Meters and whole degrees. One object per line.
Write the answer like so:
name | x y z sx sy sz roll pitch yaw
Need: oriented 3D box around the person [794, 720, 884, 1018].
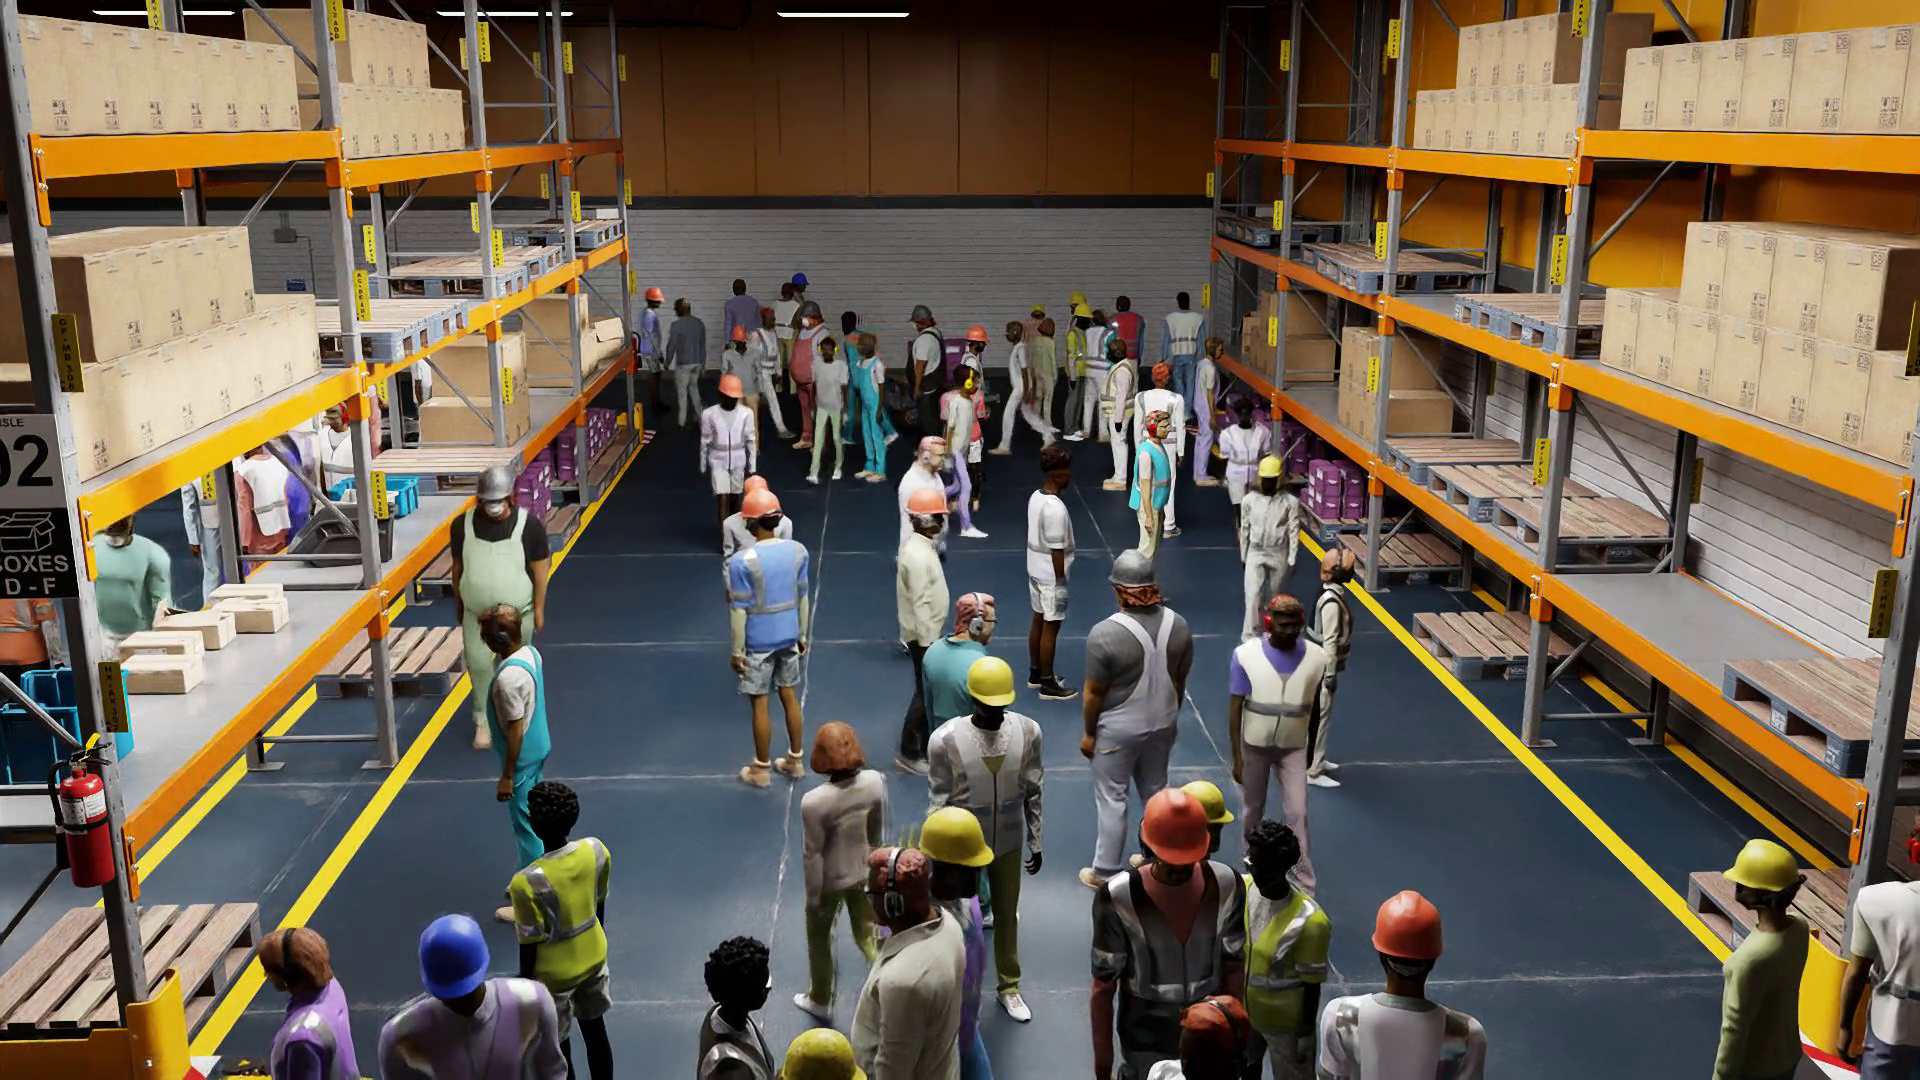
person | -0.534 1.656 8.083 0.508 1.606 0.747 -13 19 -40

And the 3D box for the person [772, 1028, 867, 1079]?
person | -0.442 2.323 5.214 0.320 1.738 0.483 4 15 14

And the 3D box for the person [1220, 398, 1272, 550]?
person | 2.919 -0.674 17.118 0.541 1.667 0.660 0 14 -2

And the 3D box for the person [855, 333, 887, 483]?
person | -1.091 -1.630 20.548 0.343 1.836 0.560 -8 16 -29

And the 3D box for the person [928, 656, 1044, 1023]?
person | 0.139 1.478 8.164 0.587 1.919 0.397 -4 15 -17

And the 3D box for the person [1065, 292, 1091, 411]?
person | 1.818 -2.890 25.495 0.403 1.826 0.592 -2 14 -8

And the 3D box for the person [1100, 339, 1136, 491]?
person | 1.903 -1.515 20.090 0.429 1.837 0.631 2 14 6

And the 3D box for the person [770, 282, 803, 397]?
person | -2.793 -3.218 26.767 0.562 1.835 0.401 7 16 24

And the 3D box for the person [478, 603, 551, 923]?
person | -2.466 1.232 9.283 0.343 1.840 0.506 0 14 0

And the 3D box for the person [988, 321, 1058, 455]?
person | 0.873 -2.026 22.171 0.899 1.805 0.531 0 14 -1

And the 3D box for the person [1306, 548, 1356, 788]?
person | 2.477 0.850 11.210 0.318 1.633 0.518 3 15 11

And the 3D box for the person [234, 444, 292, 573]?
person | -5.940 -0.064 14.247 0.397 1.908 0.599 3 15 13

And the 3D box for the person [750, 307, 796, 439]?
person | -2.782 -2.364 23.428 1.010 1.838 0.586 7 16 24

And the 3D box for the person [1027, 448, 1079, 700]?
person | 0.707 0.254 12.871 0.363 1.964 0.609 -4 15 -14

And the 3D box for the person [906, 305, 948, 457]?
person | -0.447 -2.117 22.028 0.537 2.000 0.718 5 15 18

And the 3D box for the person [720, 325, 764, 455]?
person | -2.887 -1.981 22.092 0.575 1.746 0.352 -4 15 -14

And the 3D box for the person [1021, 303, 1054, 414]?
person | 1.163 -2.655 24.739 0.530 1.729 0.824 3 15 12

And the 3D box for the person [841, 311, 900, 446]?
person | -1.288 -2.192 22.704 0.963 1.863 0.596 7 16 27

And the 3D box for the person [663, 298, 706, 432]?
person | -3.936 -2.505 23.827 0.487 1.925 0.626 8 16 27

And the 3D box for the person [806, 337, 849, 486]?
person | -1.622 -1.573 20.357 0.546 1.808 0.972 2 14 9

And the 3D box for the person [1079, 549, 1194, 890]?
person | 0.973 1.036 9.653 0.686 2.000 0.535 -8 16 -29

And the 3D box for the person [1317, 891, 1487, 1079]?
person | 1.477 2.112 5.660 0.543 1.929 0.386 5 15 20

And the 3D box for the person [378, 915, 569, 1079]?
person | -1.652 2.101 5.727 0.612 1.920 0.632 -8 16 -27

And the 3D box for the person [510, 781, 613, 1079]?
person | -1.712 1.842 7.175 0.318 1.697 0.534 8 16 29

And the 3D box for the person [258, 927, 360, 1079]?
person | -2.320 2.160 6.058 0.316 1.630 0.519 -3 15 -11

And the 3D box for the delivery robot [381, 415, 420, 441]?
delivery robot | -7.602 -1.512 22.431 0.707 0.478 0.477 -4 15 -16

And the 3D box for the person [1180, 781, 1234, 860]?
person | 0.974 1.849 7.073 0.318 1.742 0.487 2 14 9

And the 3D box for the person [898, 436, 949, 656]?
person | -0.273 0.072 13.746 0.483 1.881 0.663 4 15 15

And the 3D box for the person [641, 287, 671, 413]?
person | -4.646 -2.890 25.300 0.411 1.922 0.558 -2 14 -9

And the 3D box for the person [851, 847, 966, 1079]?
person | -0.196 2.018 6.098 0.401 1.894 0.654 3 15 11

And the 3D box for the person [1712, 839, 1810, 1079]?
person | 3.062 1.995 6.451 0.525 1.760 0.341 -13 19 -40

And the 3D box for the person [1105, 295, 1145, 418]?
person | 2.440 -2.734 24.888 0.624 1.837 0.431 -3 15 -11

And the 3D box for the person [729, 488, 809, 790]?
person | -1.297 0.654 11.191 0.603 2.032 0.441 -13 19 -40
